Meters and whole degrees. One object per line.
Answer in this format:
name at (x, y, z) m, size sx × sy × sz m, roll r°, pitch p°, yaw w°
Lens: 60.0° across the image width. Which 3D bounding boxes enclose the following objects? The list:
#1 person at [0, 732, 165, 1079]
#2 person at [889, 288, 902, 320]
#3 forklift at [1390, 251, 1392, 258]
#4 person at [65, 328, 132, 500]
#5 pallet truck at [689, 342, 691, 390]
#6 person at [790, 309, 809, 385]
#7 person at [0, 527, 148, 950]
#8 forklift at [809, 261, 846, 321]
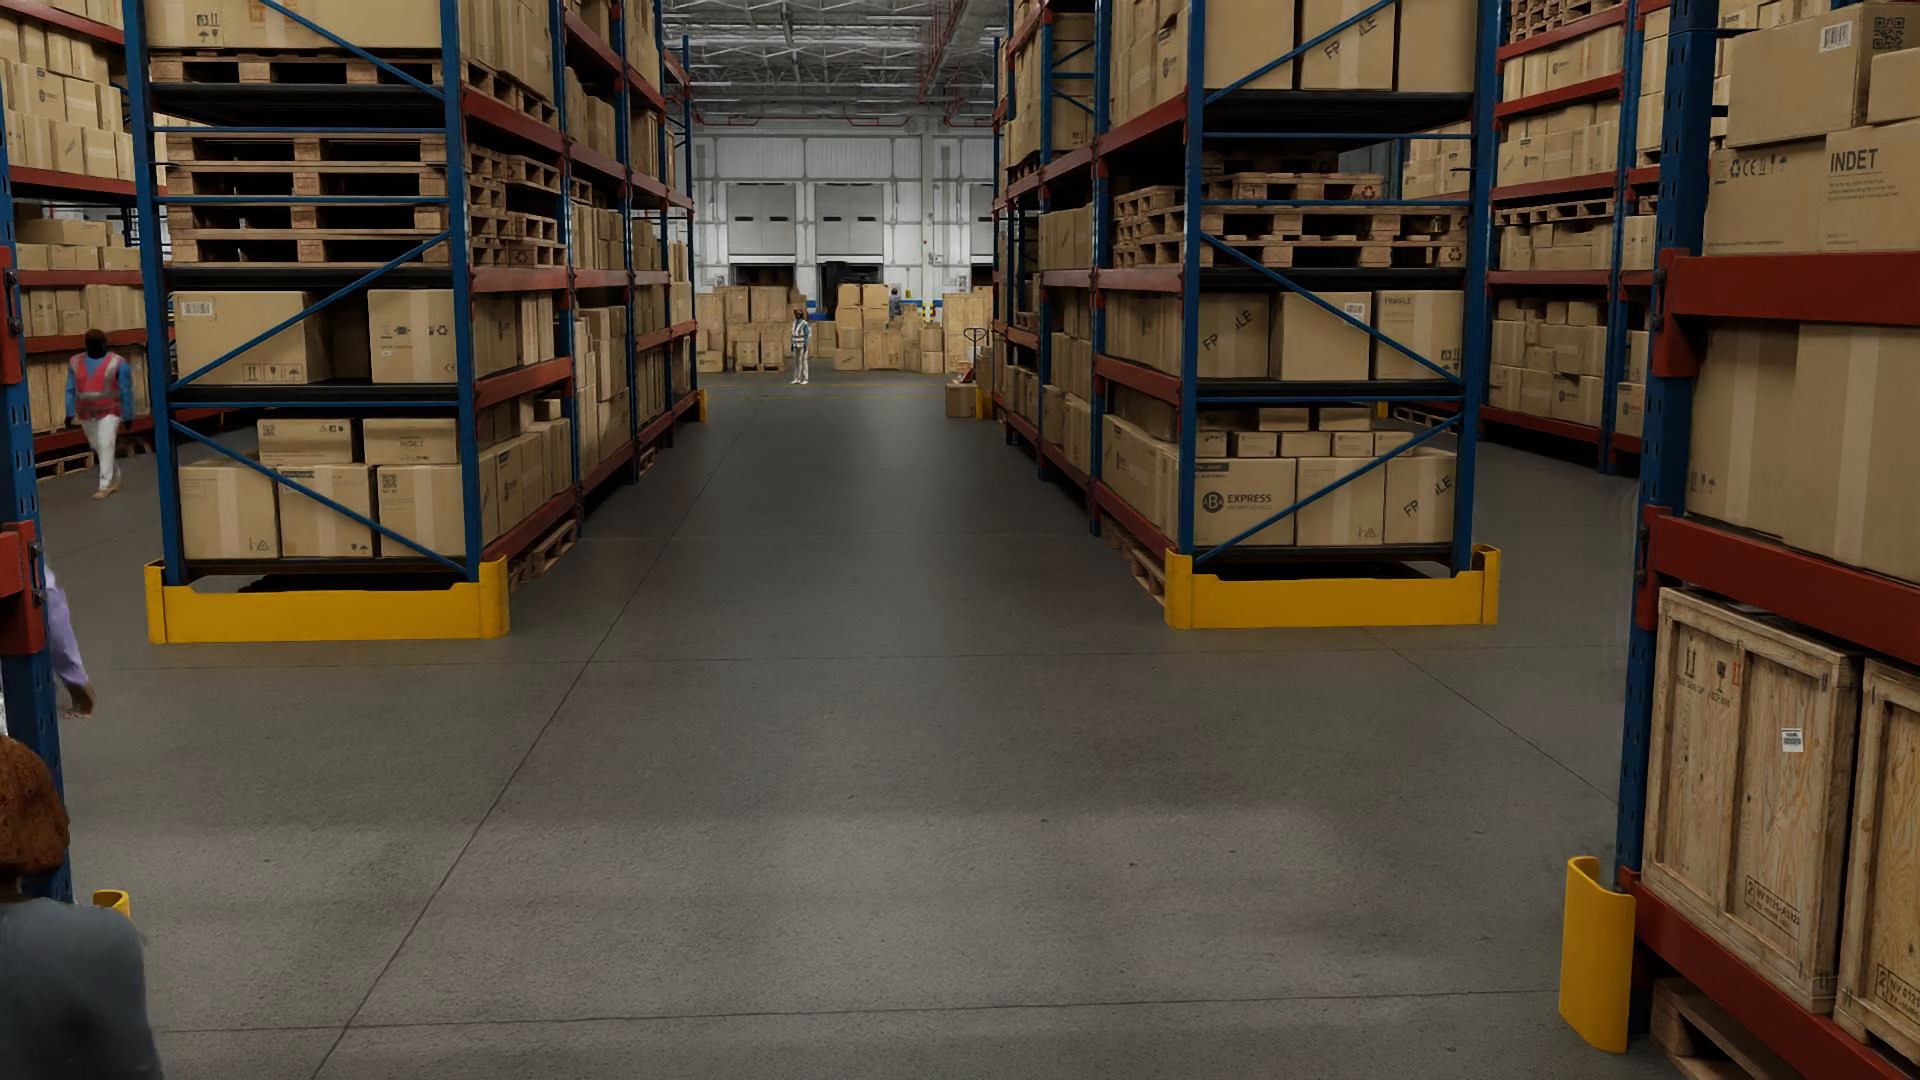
person at (-1.591, 1.119, 2.765) m, size 0.510 × 1.610 × 0.685 m, roll 0°, pitch 9°, yaw -1°
person at (-2.298, -7.804, 57.840) m, size 0.636 × 1.927 × 0.383 m, roll 4°, pitch 10°, yaw 23°
forklift at (8.339, -4.247, 32.495) m, size 1.129 × 2.768 × 1.873 m, roll 5°, pitch 10°, yaw 30°
person at (-9.154, -1.361, 17.759) m, size 0.622 × 1.808 × 0.907 m, roll 0°, pitch 9°, yaw 0°
pallet truck at (-5.225, -3.008, 27.480) m, size 1.885 × 1.965 × 0.823 m, roll 2°, pitch 9°, yaw 14°
person at (-3.462, -4.175, 35.927) m, size 0.513 × 1.641 × 0.307 m, roll 8°, pitch 12°, yaw 42°
person at (-3.152, 0.525, 5.595) m, size 0.946 × 1.898 × 0.653 m, roll 0°, pitch 9°, yaw -1°
forklift at (-4.120, -7.844, 55.086) m, size 1.873 × 2.768 × 1.129 m, roll 3°, pitch 10°, yaw 20°
